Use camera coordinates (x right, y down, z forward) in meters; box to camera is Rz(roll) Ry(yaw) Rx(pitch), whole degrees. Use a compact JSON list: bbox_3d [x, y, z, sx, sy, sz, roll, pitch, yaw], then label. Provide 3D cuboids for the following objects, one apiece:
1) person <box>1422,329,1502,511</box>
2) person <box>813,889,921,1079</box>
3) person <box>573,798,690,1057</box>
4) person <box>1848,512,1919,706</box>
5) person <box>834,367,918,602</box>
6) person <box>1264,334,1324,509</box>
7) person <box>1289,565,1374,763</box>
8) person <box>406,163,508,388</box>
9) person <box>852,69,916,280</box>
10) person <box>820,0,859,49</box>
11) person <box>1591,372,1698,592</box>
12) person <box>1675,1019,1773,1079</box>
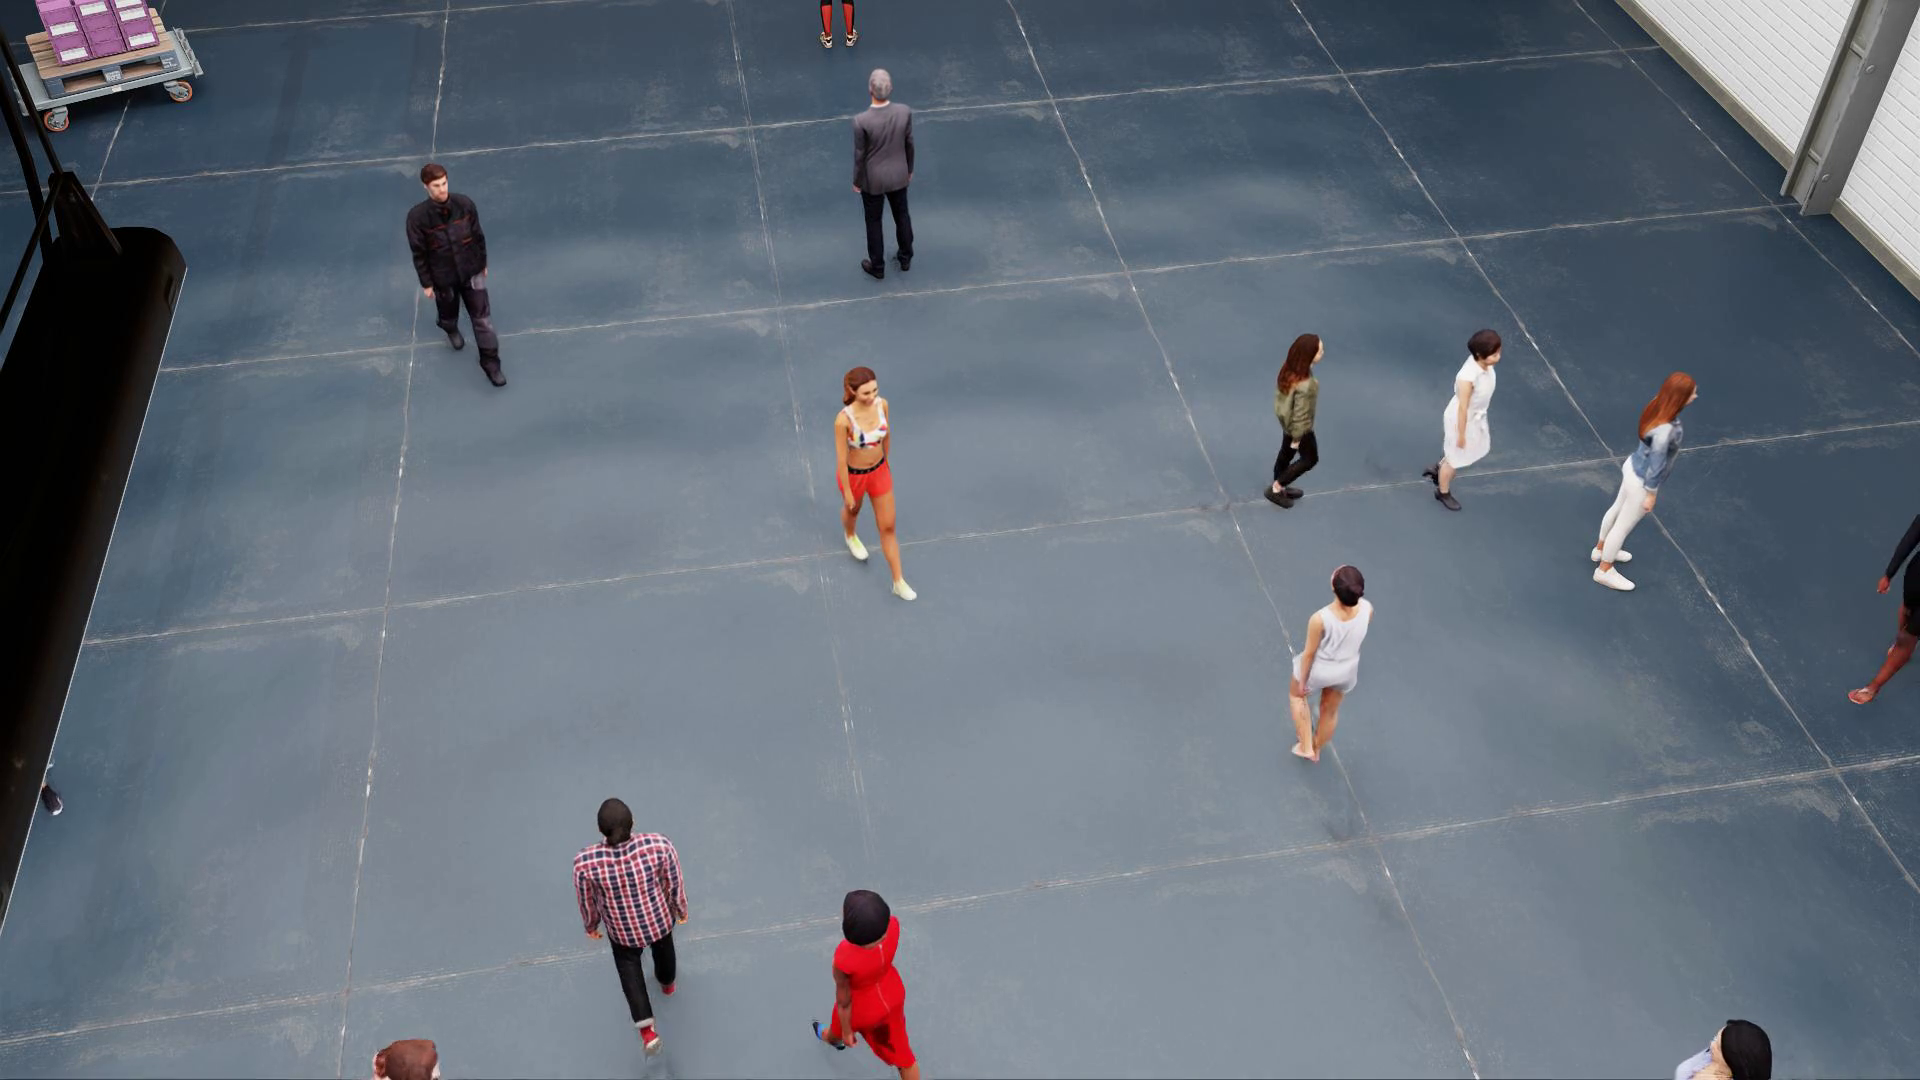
[{"bbox_3d":[3.458,-0.858,11.596,0.799,1.545,0.734,22,48,21],"label":"person"},{"bbox_3d":[-0.374,2.337,8.136,0.987,1.692,1.182,-32,52,-29],"label":"person"},{"bbox_3d":[-1.636,1.963,8.492,0.763,1.741,0.992,-12,45,-12],"label":"person"},{"bbox_3d":[6.078,0.246,10.342,1.121,1.676,1.040,34,53,30],"label":"person"},{"bbox_3d":[-0.686,-0.466,11.036,0.883,1.750,1.188,-24,48,-23],"label":"person"},{"bbox_3d":[2.286,-0.826,11.618,0.668,1.468,0.514,-3,44,-3],"label":"person"},{"bbox_3d":[2.206,0.801,9.816,0.564,1.598,0.570,-9,44,-10],"label":"person"},{"bbox_3d":[-3.872,-2.056,12.660,0.979,1.811,1.229,-23,48,-22],"label":"person"},{"bbox_3d":[-0.626,-3.000,13.631,0.772,1.840,0.698,-19,47,-19],"label":"person"},{"bbox_3d":[-1.271,-5.826,16.620,0.639,1.808,0.537,-4,44,-5],"label":"person"},{"bbox_3d":[4.505,-0.420,11.023,0.745,1.702,0.608,11,45,11],"label":"person"},{"bbox_3d":[3.497,2.755,7.670,0.876,1.729,0.836,6,44,6],"label":"person"}]
